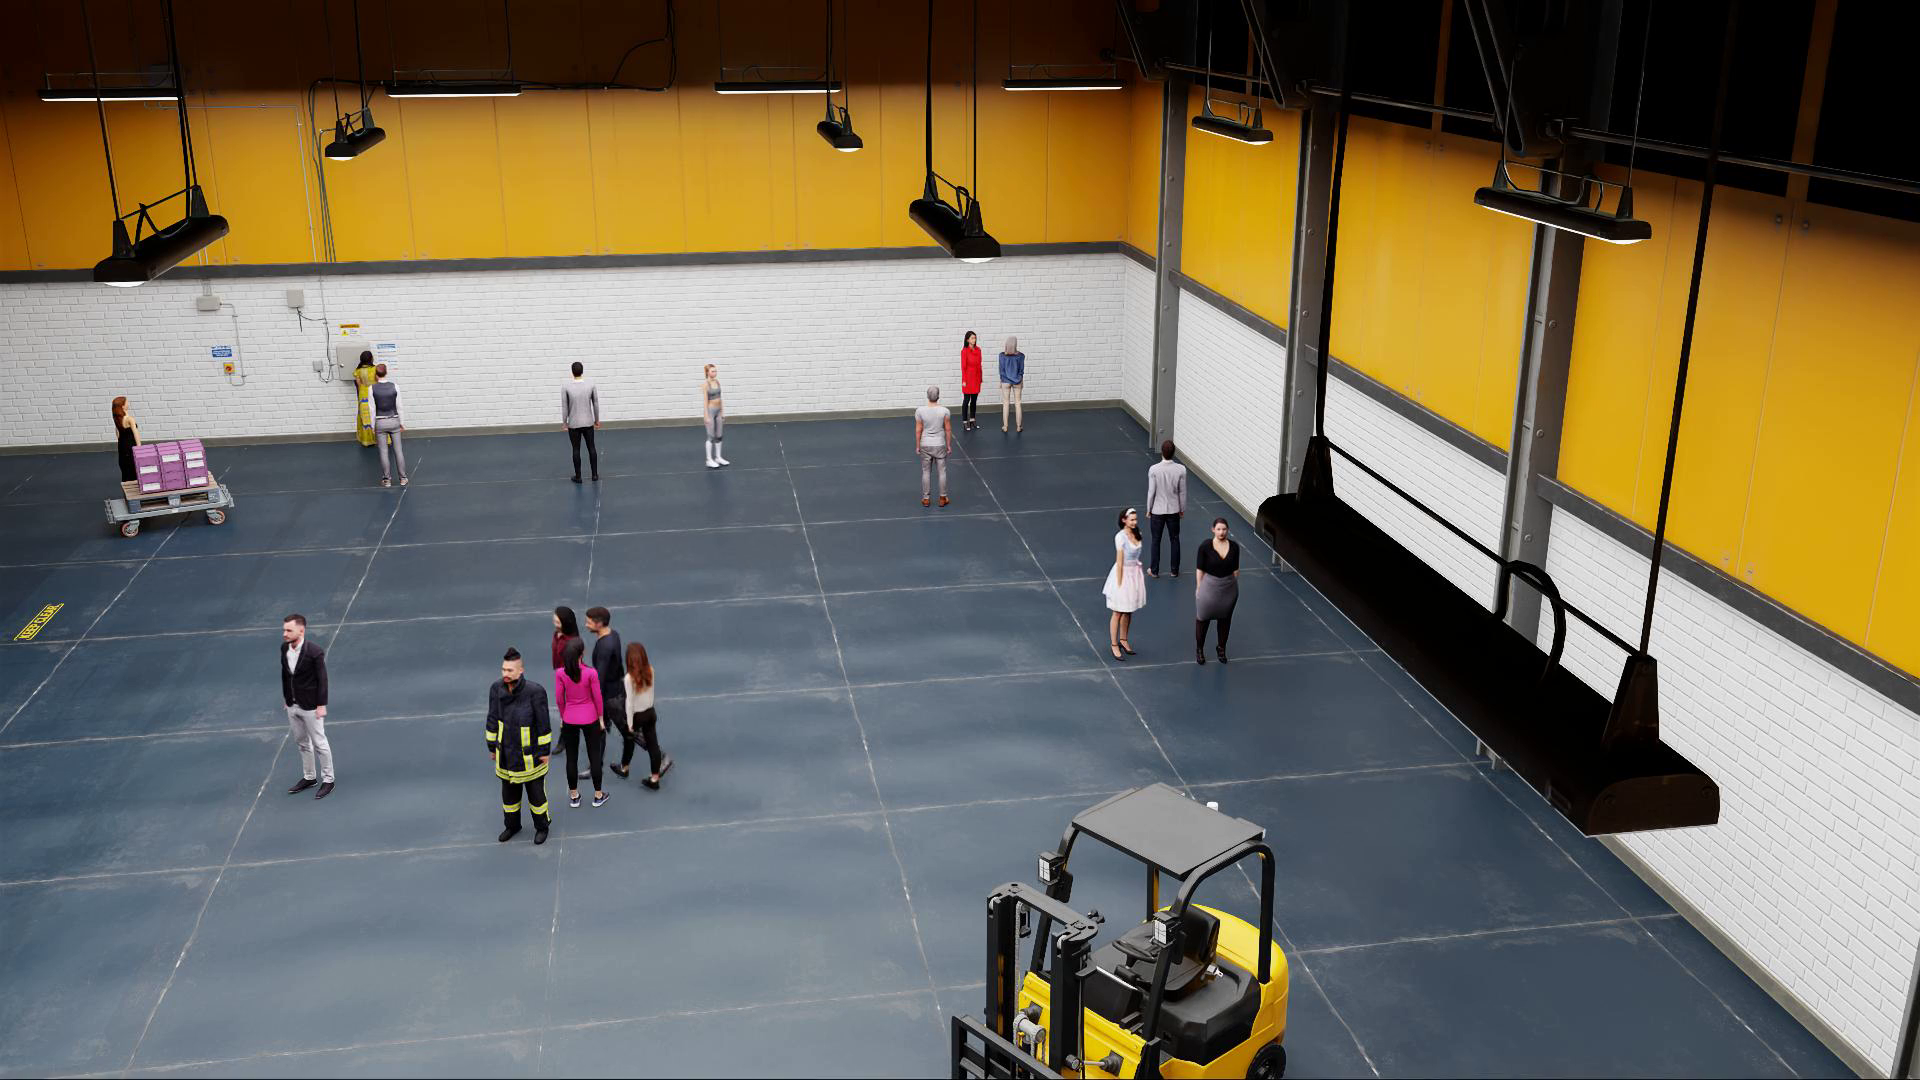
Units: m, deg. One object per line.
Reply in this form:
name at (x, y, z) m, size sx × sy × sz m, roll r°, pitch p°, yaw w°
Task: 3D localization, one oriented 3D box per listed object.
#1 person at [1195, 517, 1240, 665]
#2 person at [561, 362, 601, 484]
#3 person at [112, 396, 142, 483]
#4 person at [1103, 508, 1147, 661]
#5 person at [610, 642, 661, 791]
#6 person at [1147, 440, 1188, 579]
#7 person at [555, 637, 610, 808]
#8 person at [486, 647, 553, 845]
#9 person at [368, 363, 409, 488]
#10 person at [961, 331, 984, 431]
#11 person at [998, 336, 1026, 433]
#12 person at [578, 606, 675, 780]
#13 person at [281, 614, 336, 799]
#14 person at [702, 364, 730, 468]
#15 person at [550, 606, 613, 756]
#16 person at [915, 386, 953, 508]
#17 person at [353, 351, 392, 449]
person at (2.945, 0.574, 19.114) m, size 0.668 × 1.760 × 0.622 m, roll -2°, pitch 19°, yaw -6°
person at (-5.939, -1.851, 26.059) m, size 0.807 × 1.923 × 0.727 m, roll -9°, pitch 20°, yaw -24°
person at (-12.562, -1.379, 25.125) m, size 0.677 × 1.624 × 0.719 m, roll 8°, pitch 20°, yaw 23°
person at (1.927, 0.494, 19.264) m, size 0.913 × 1.816 × 0.859 m, roll 15°, pitch 24°, yaw 38°
person at (-3.036, 1.734, 16.147) m, size 0.950 × 1.455 × 0.856 m, roll 14°, pitch 23°, yaw 36°
person at (2.708, -0.410, 21.892) m, size 0.692 × 1.852 × 0.579 m, roll -2°, pitch 19°, yaw -5°
person at (-3.608, 1.722, 15.803) m, size 0.630 × 1.698 × 0.617 m, roll 0°, pitch 19°, yaw 1°
person at (-4.000, 1.860, 15.136) m, size 0.856 × 1.861 × 0.828 m, roll 3°, pitch 19°, yaw 10°
person at (-8.924, -1.808, 25.908) m, size 0.712 × 1.938 × 0.632 m, roll -8°, pitch 20°, yaw -21°
person at (0.200, -2.806, 29.171) m, size 0.733 × 1.748 × 0.768 m, roll -16°, pitch 25°, yaw -40°
person at (0.902, -2.737, 29.044) m, size 0.650 × 1.697 × 0.608 m, roll 0°, pitch 19°, yaw -1°
person at (-3.278, 1.528, 16.177) m, size 0.744 × 1.826 × 1.172 m, roll -3°, pitch 19°, yaw -9°
person at (-6.298, 1.568, 16.029) m, size 0.742 × 1.845 × 0.748 m, roll 7°, pitch 20°, yaw 21°
person at (-4.008, -2.027, 26.930) m, size 0.702 × 1.701 × 0.645 m, roll 13°, pitch 23°, yaw 34°
person at (-3.878, 1.398, 16.885) m, size 0.911 × 1.620 × 0.969 m, roll -11°, pitch 22°, yaw -31°
person at (-0.396, -1.405, 24.876) m, size 0.739 × 1.832 × 0.640 m, roll 1°, pitch 19°, yaw 3°
person at (-9.916, -2.383, 28.049) m, size 0.932 × 1.660 × 0.879 m, roll 2°, pitch 19°, yaw 4°
